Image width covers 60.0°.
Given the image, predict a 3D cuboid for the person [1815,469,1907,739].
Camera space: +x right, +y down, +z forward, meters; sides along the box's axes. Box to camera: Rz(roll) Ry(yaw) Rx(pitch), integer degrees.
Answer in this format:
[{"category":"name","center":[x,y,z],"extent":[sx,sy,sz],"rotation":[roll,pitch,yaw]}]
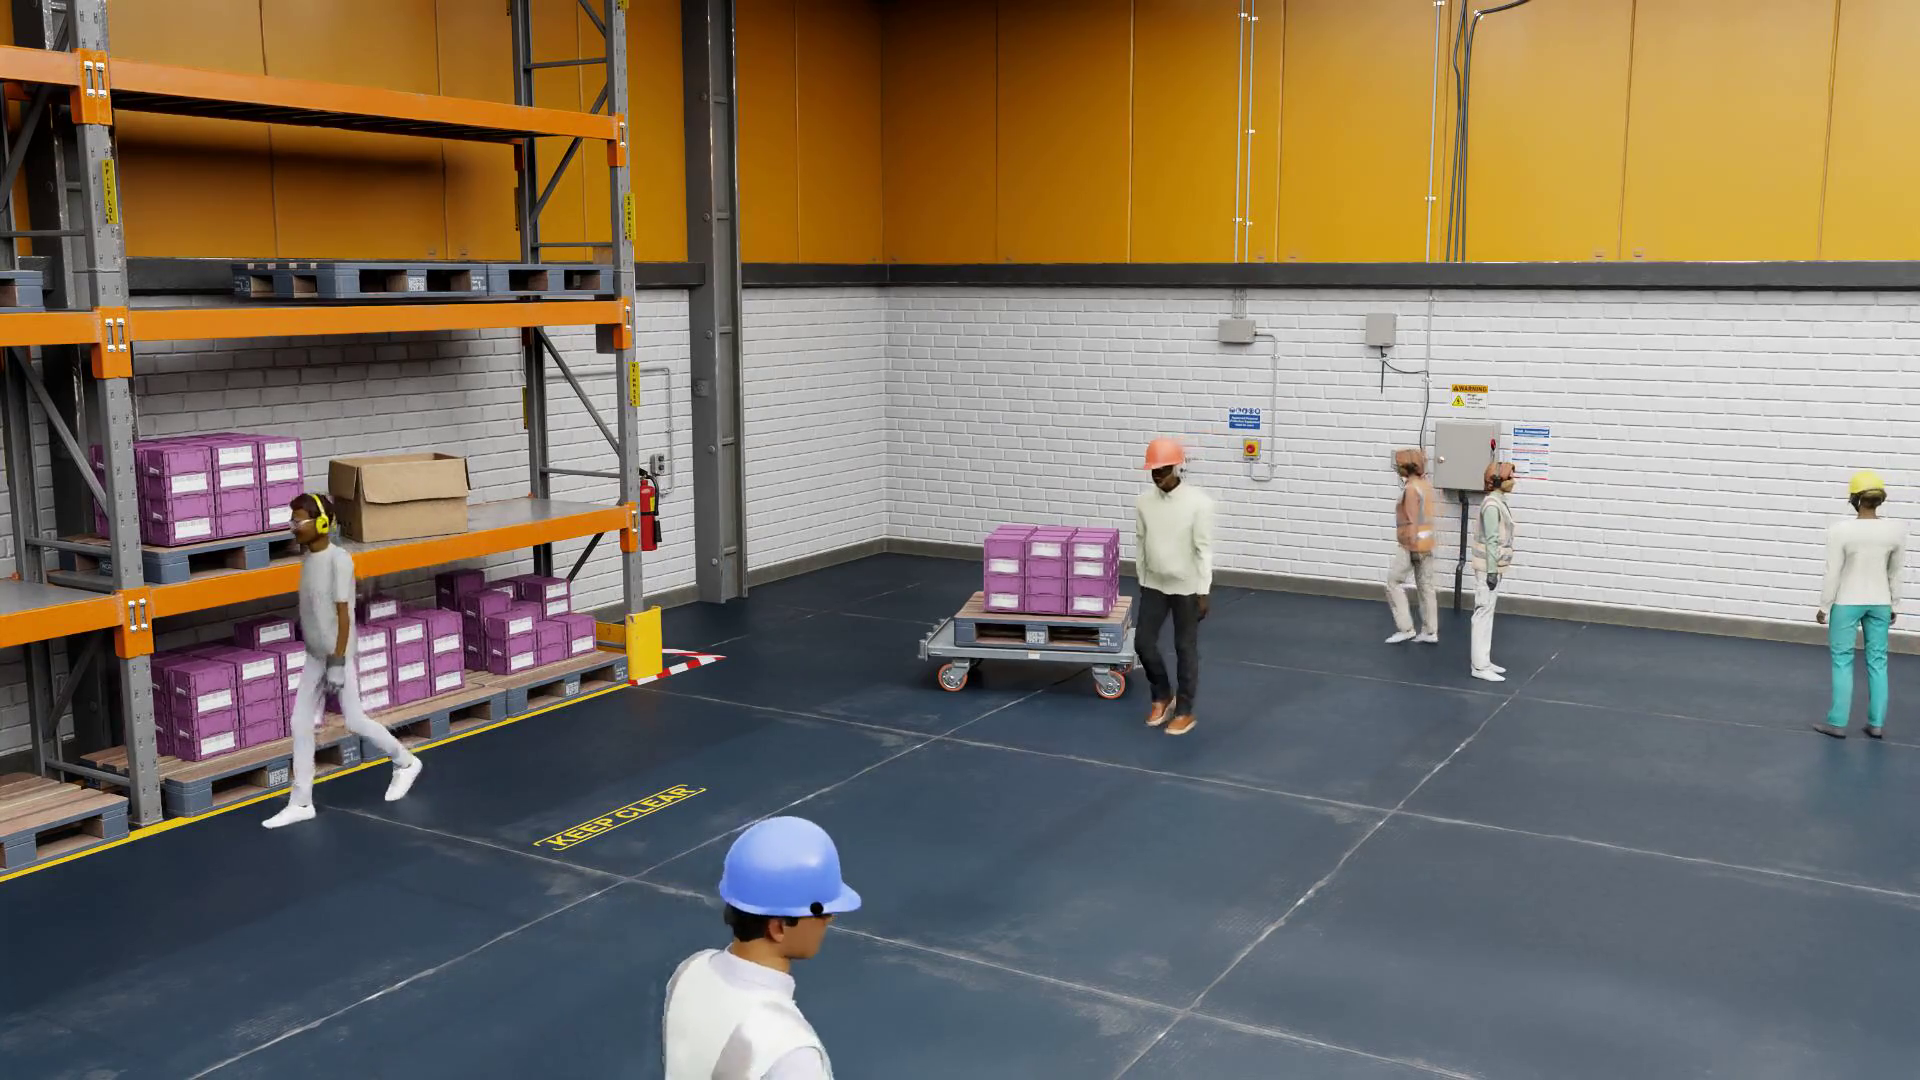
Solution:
[{"category":"person","center":[5.864,0.420,10.860],"extent":[0.533,1.765,0.331],"rotation":[0,9,0]}]

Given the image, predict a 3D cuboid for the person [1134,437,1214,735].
[{"category":"person","center":[1.394,0.310,10.923],"extent":[0.633,1.971,0.449],"rotation":[6,11,33]}]

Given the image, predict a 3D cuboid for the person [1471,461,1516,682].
[{"category":"person","center":[3.989,0.224,12.466],"extent":[0.315,1.641,0.515],"rotation":[4,10,21]}]

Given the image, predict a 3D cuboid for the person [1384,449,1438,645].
[{"category":"person","center":[3.675,0.062,13.535],"extent":[0.521,1.617,0.551],"rotation":[5,10,29]}]

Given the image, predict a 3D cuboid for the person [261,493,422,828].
[{"category":"person","center":[-3.463,0.636,9.300],"extent":[0.523,1.842,0.896],"rotation":[7,11,37]}]

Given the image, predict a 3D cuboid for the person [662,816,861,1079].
[{"category":"person","center":[-0.526,1.526,3.510],"extent":[0.773,1.917,0.632],"rotation":[-5,10,-28]}]
